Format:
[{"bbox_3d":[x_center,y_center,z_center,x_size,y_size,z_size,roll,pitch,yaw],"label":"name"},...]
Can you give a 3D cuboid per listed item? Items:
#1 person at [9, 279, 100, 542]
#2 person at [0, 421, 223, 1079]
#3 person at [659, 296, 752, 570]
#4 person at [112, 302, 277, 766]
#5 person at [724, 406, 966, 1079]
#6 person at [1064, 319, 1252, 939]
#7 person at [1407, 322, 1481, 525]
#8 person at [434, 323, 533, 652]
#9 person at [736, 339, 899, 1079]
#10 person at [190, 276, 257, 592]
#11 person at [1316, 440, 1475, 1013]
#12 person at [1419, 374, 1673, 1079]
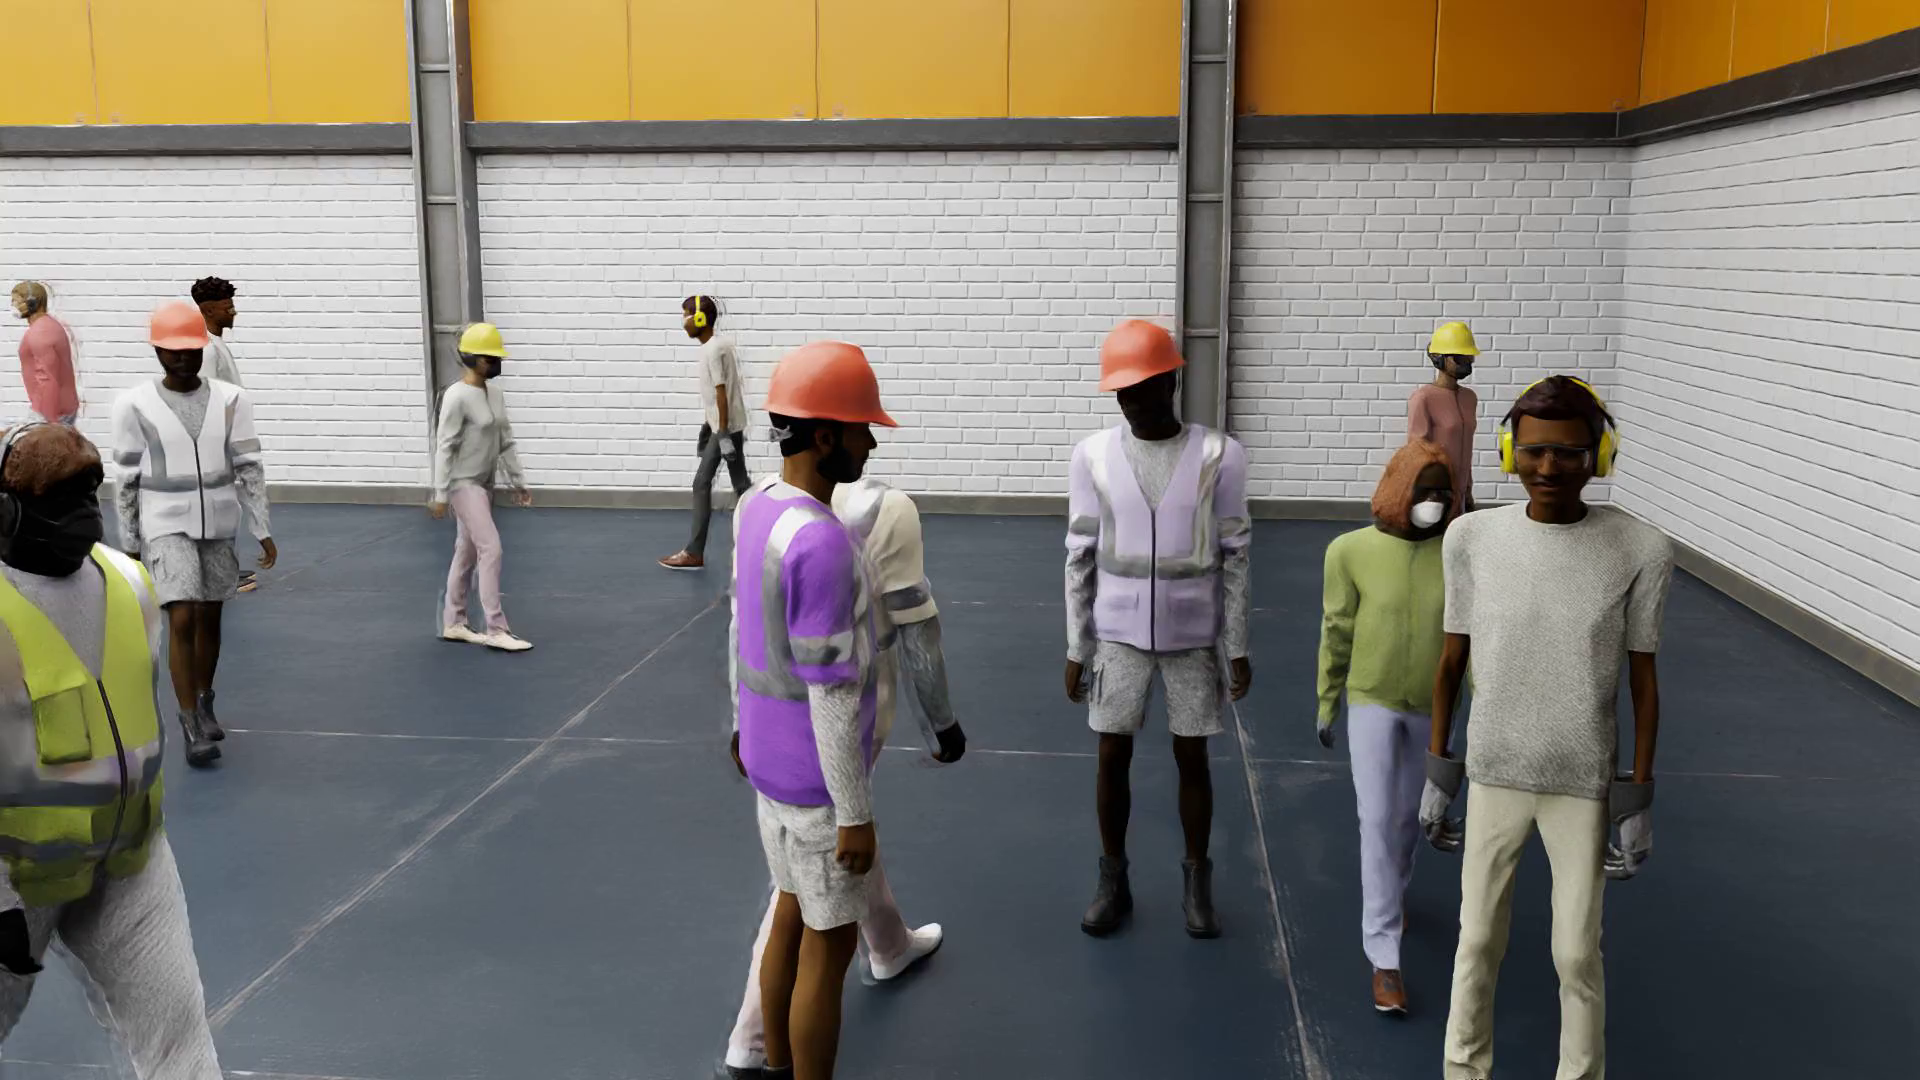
[{"bbox_3d":[-6.590,-0.887,11.868,0.736,1.913,0.643,-3,10,-17],"label":"person"},{"bbox_3d":[-1.856,0.650,3.437,1.004,1.791,0.622,4,11,24],"label":"person"},{"bbox_3d":[-1.646,-0.700,11.058,0.847,1.820,0.524,0,10,2],"label":"person"},{"bbox_3d":[-3.174,-0.031,6.970,0.556,1.901,0.854,-9,13,-41],"label":"person"},{"bbox_3d":[-0.337,0.428,4.462,0.591,1.871,1.004,8,13,40],"label":"person"},{"bbox_3d":[0.610,0.292,5.124,0.593,1.916,0.408,2,10,12],"label":"person"},{"bbox_3d":[2.457,-0.221,8.460,0.523,1.769,0.324,-8,13,-39],"label":"person"},{"bbox_3d":[-2.503,-0.274,8.843,0.728,1.735,0.545,2,10,9],"label":"person"},{"bbox_3d":[-0.314,0.511,3.810,0.369,1.930,0.547,-3,10,-19],"label":"person"},{"bbox_3d":[-4.646,-0.656,10.414,0.366,1.953,0.610,-3,10,-19],"label":"person"},{"bbox_3d":[1.316,0.493,4.887,0.509,1.586,0.870,1,10,4],"label":"person"},{"bbox_3d":[1.301,0.556,3.755,0.519,1.860,0.318,5,11,26],"label":"person"}]
